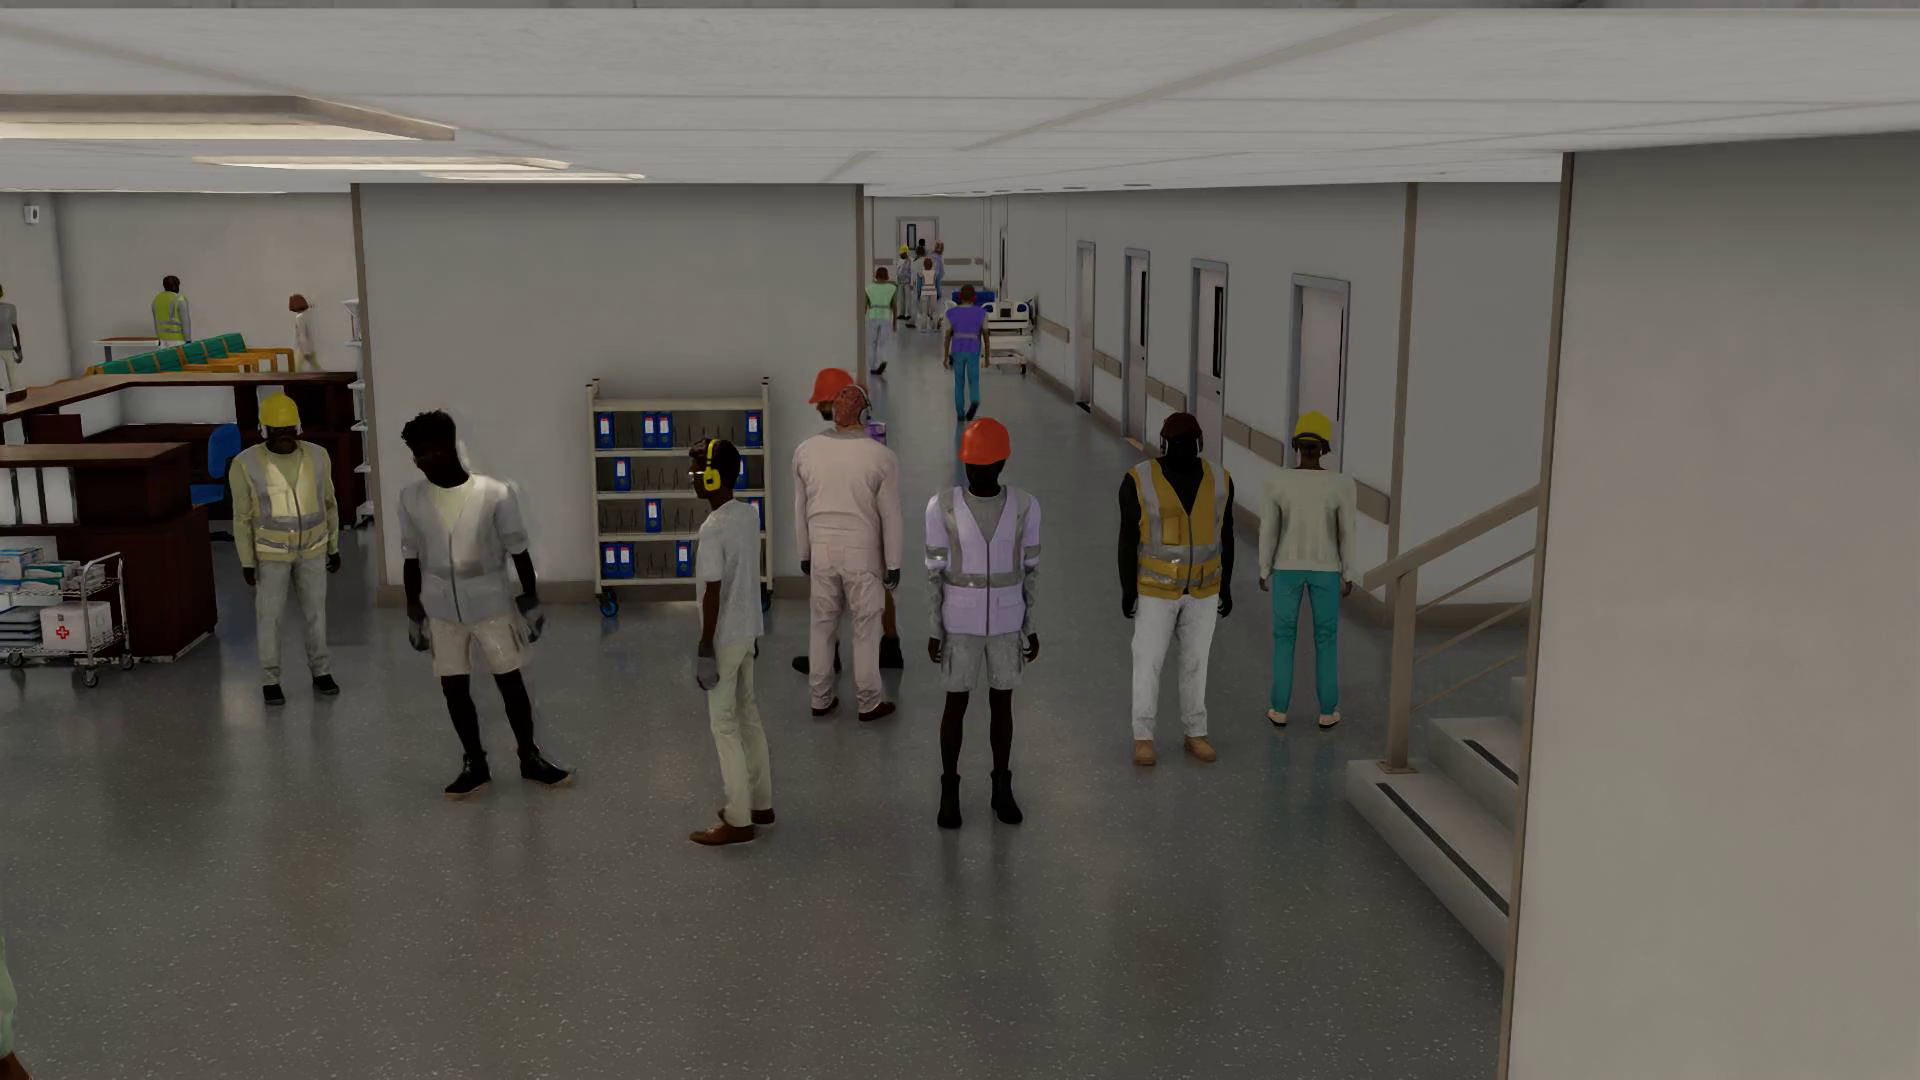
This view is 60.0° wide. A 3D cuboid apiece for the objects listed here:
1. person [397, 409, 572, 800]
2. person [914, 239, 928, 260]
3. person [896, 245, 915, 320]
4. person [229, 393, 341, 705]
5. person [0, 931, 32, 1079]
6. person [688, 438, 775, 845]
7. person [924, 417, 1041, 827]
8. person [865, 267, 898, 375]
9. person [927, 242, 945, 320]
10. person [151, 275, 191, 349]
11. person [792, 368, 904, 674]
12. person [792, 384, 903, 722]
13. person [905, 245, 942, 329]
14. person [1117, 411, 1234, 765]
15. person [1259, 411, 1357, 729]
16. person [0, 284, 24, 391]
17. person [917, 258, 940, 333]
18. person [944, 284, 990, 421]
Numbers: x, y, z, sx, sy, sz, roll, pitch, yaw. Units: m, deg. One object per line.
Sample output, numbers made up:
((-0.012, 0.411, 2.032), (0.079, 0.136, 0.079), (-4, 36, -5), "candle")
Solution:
((-2.315, 0.322, 8.075), (0.772, 1.928, 0.419), (0, 12, -1), "person")
((-1.211, -8.687, 52.654), (0.540, 1.695, 0.317), (-10, 16, -42), "person")
((-1.347, -6.300, 40.689), (0.593, 1.824, 0.403), (11, 16, 42), "person")
((-3.900, 0.048, 9.674), (0.598, 1.825, 0.411), (-10, 15, -40), "person")
((-2.311, 1.218, 3.647), (0.402, 1.944, 0.605), (4, 12, 17), "person")
((-1.056, 0.459, 7.571), (0.312, 1.860, 0.513), (3, 12, 16), "person")
((0.113, 0.386, 7.735), (0.548, 1.934, 0.375), (-2, 12, -8), "person")
((-1.356, -3.648, 27.778), (0.634, 1.810, 0.731), (0, 12, -2), "person")
((-0.604, -6.322, 40.633), (0.472, 1.881, 0.683), (-2, 12, -9), "person")
((-11.442, -2.927, 24.216), (0.643, 1.833, 0.431), (5, 13, 24), "person")
((-0.727, -0.114, 10.248), (0.822, 1.893, 0.602), (1, 12, 5), "person")
((-0.610, 0.076, 9.347), (0.648, 1.900, 0.399), (4, 12, 19), "person")
((-0.817, -5.746, 37.820), (0.632, 1.899, 1.005), (-10, 16, -41), "person")
((1.127, 0.251, 8.631), (0.629, 1.843, 0.429), (-2, 12, -10), "person")
((1.918, 0.166, 9.222), (0.528, 1.767, 0.329), (3, 12, 12), "person")
((-12.803, -2.528, 22.197), (0.503, 1.853, 0.327), (-9, 15, -39), "person")
((-0.696, -5.395, 36.711), (0.512, 1.641, 0.309), (-2, 12, -10), "person")
((0.086, -2.434, 21.808), (0.600, 1.818, 0.662), (0, 12, 1), "person")
